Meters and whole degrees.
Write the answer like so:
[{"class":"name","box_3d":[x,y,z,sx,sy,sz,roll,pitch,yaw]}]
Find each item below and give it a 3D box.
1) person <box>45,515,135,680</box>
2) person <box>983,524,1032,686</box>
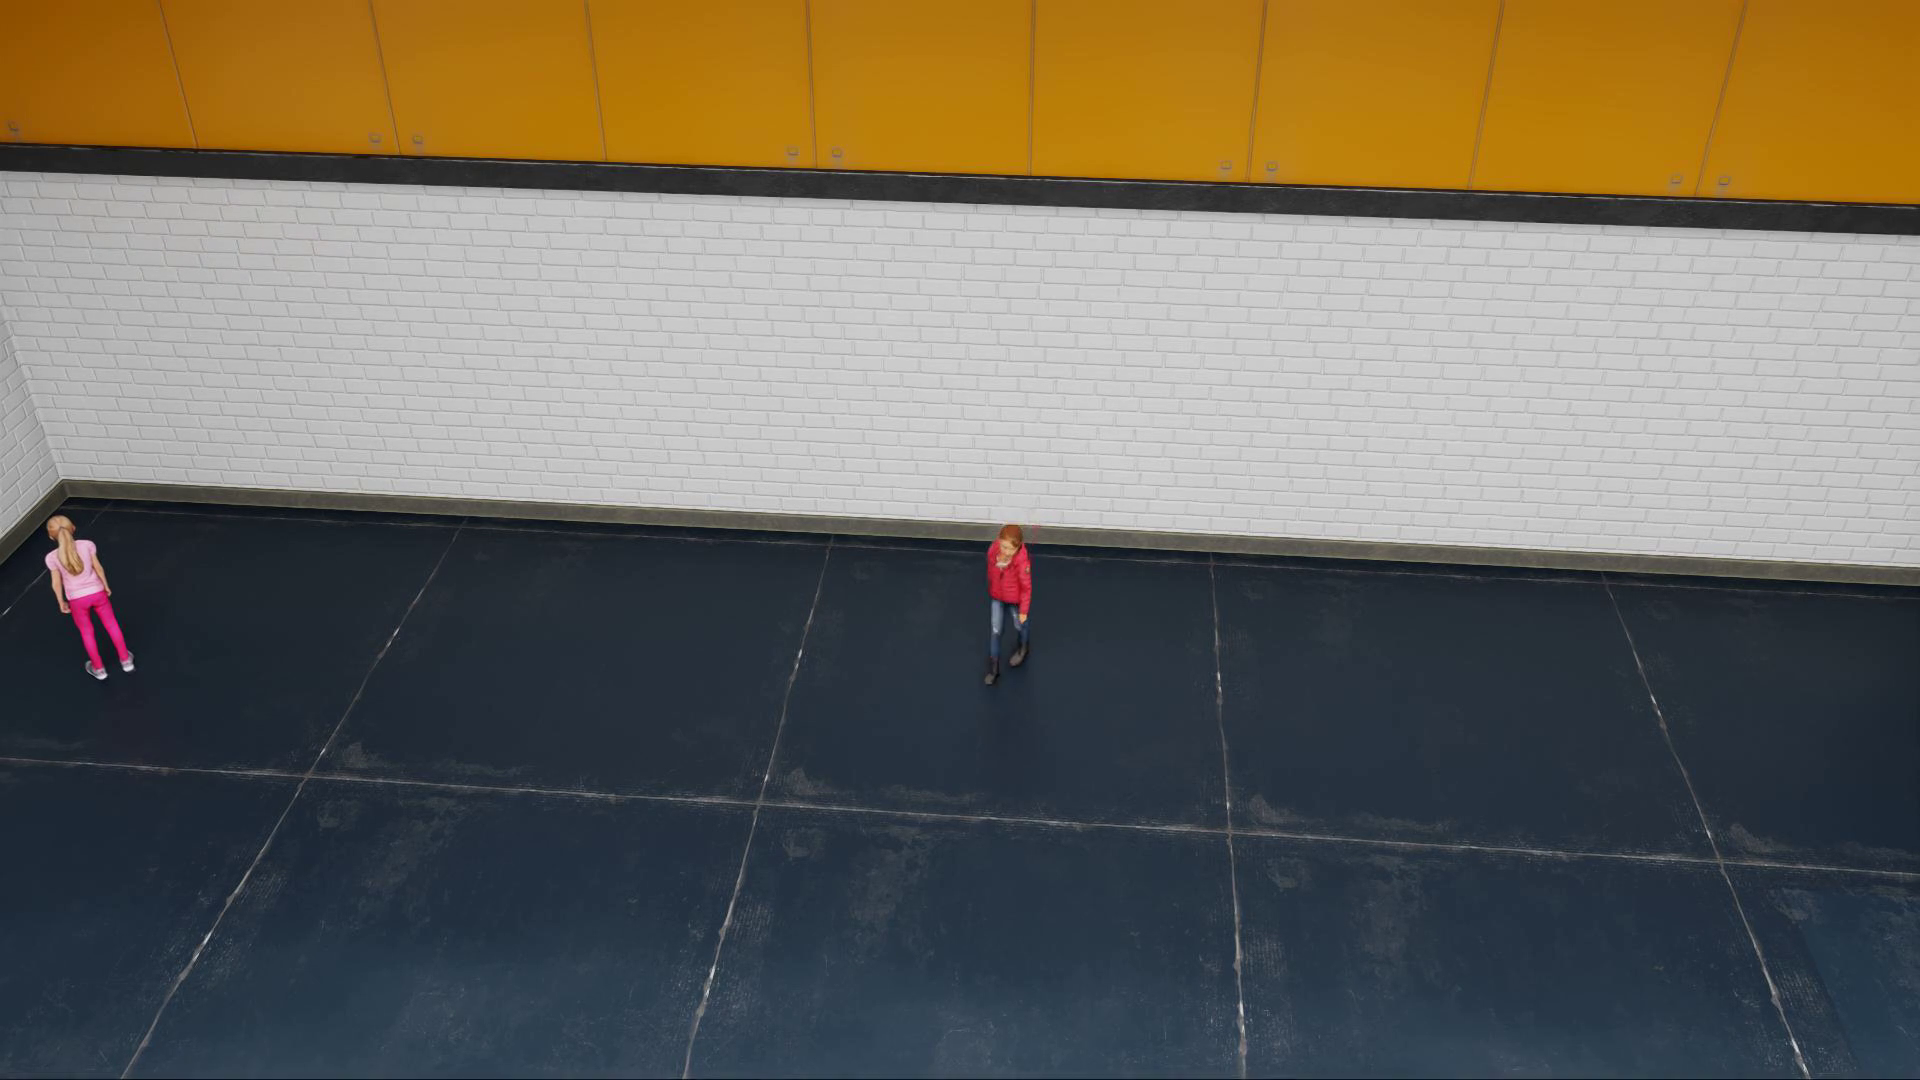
[{"class":"person","box_3d":[-6.049,0.380,11.513,0.559,1.267,0.610,-22,39,-29]},{"class":"person","box_3d":[0.365,0.366,11.519,0.701,1.283,0.873,20,38,27]}]
